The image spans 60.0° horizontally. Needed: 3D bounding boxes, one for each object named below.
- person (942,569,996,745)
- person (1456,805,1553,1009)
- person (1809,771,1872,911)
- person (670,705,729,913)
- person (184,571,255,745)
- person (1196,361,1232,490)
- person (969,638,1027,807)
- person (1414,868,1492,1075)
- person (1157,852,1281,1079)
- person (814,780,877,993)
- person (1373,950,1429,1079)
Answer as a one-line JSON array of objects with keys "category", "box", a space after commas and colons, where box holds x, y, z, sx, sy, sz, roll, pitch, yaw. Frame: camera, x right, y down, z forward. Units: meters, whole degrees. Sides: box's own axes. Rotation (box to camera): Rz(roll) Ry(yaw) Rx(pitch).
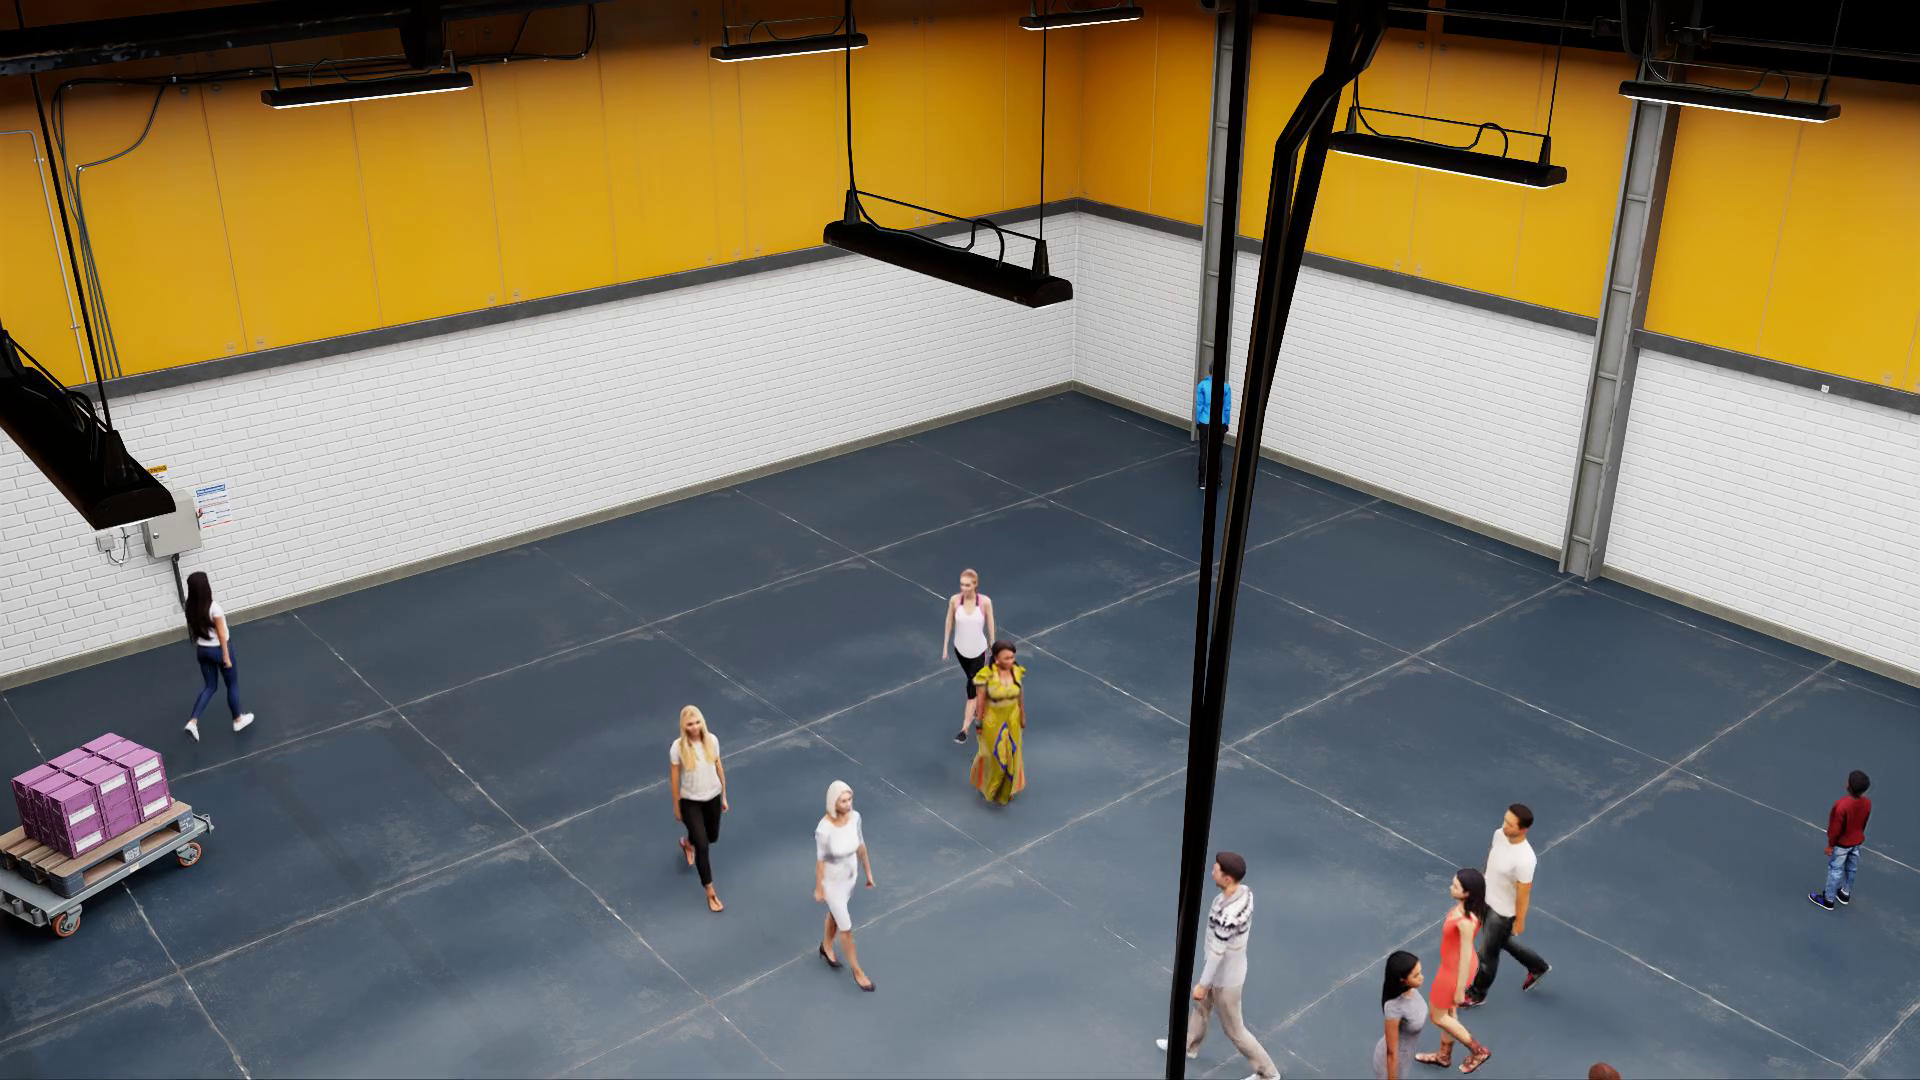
[{"category": "person", "box": [0.136, 1.064, 16.322, 1.200, 1.732, 1.095, 8, 25, 18]}, {"category": "person", "box": [4.146, 2.733, 12.443, 1.073, 1.781, 1.094, -3, 24, -6]}, {"category": "person", "box": [7.310, 2.467, 13.710, 0.564, 1.253, 0.569, -9, 25, -19]}, {"category": "person", "box": [-2.190, 2.139, 13.768, 0.662, 1.809, 1.063, -15, 28, -31]}, {"category": "person", "box": [-7.276, 1.158, 16.075, 1.045, 1.758, 0.965, 9, 25, 19]}, {"category": "person", "box": [3.371, -1.539, 22.205, 0.670, 1.790, 0.754, 4, 24, 10]}, {"category": "person", "box": [0.316, 1.619, 15.162, 0.758, 1.644, 0.844, -14, 27, -29]}, {"category": "person", "box": [3.599, 3.068, 11.768, 0.863, 1.708, 0.774, 7, 25, 16]}, {"category": "person", "box": [1.944, 3.041, 11.655, 1.275, 1.848, 1.088, 8, 25, 17]}, {"category": "person", "box": [-0.996, 2.593, 12.838, 0.951, 1.722, 0.678, 19, 30, 37]}, {"category": "person", "box": [2.811, 3.433, 10.842, 0.652, 1.781, 0.657, 11, 26, 24]}]
